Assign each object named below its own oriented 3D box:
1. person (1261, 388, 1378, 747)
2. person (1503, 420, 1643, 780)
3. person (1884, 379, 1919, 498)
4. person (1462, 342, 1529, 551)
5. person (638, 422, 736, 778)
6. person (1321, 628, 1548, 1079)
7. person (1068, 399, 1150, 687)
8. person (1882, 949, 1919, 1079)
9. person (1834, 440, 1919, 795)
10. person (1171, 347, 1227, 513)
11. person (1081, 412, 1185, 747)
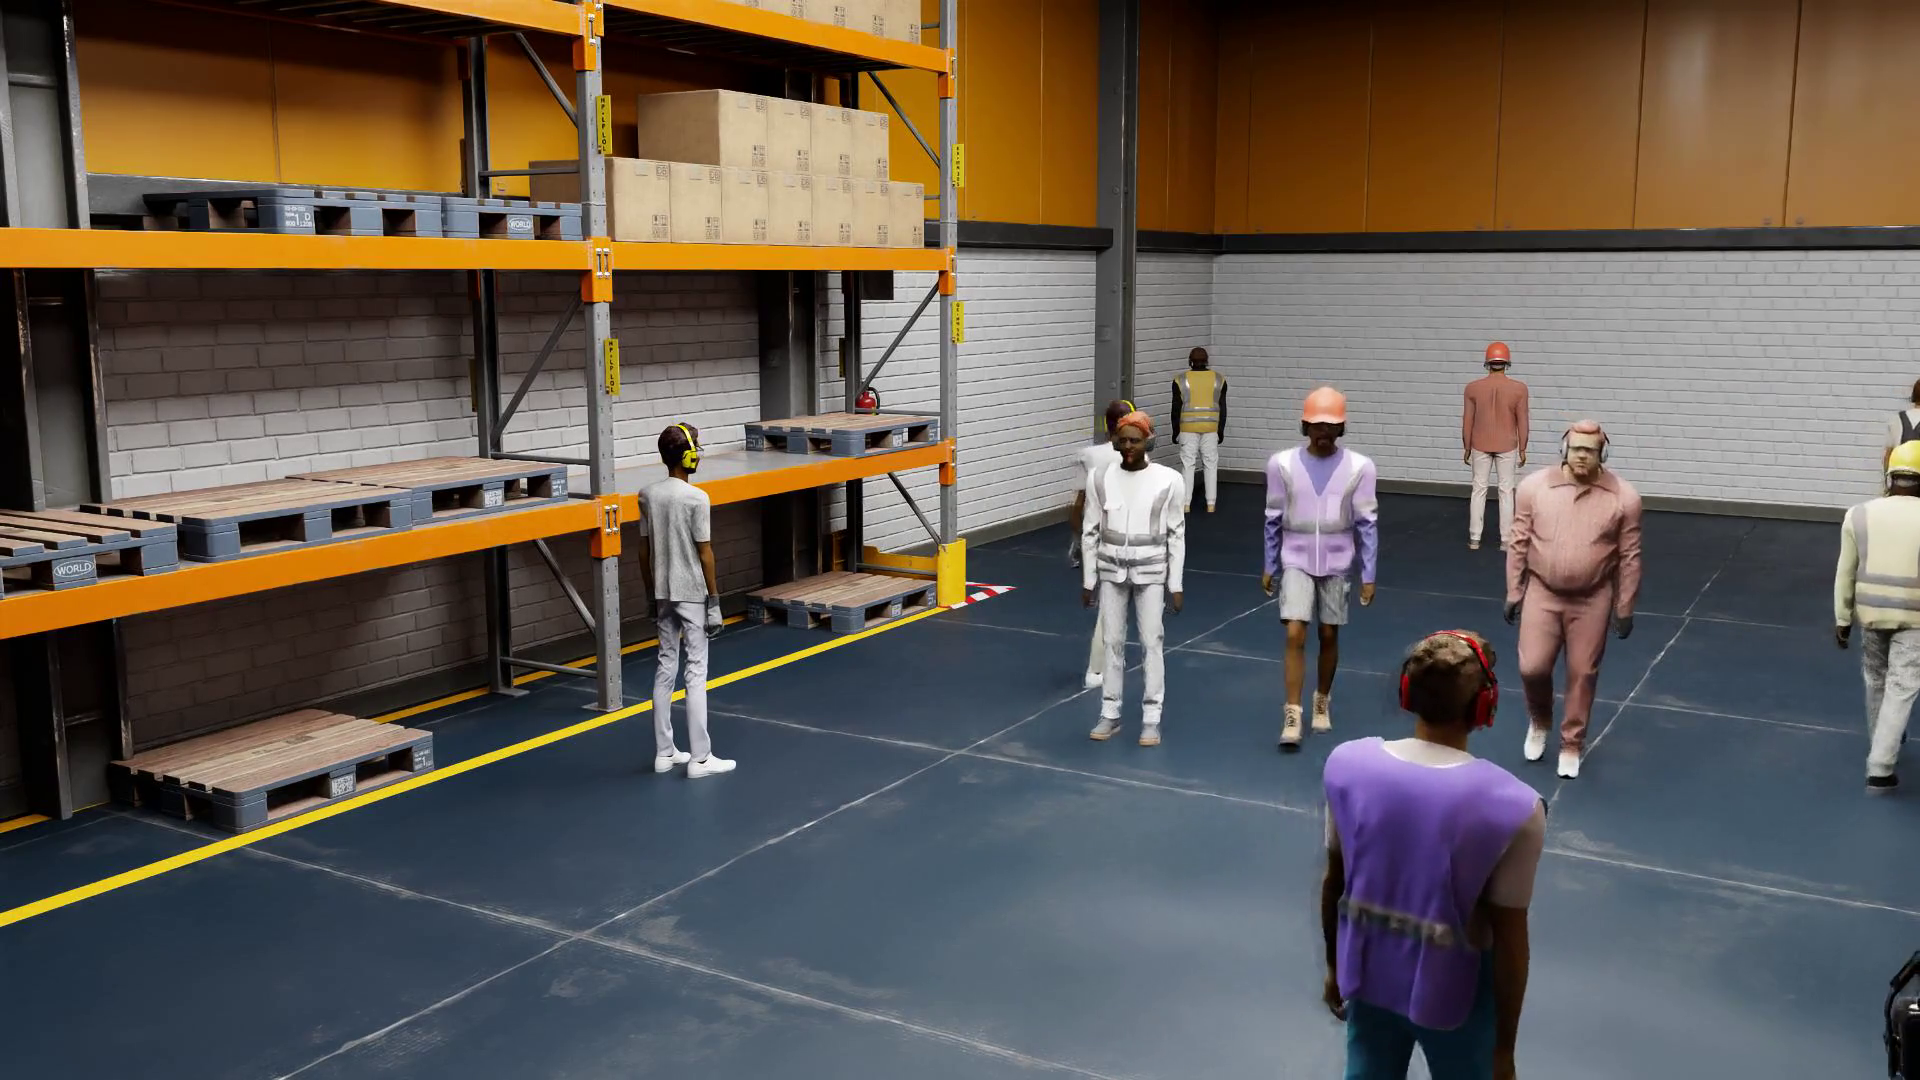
[{"bbox_3d":[2.006,0.164,9.309,0.637,2.003,0.941,2,9,12],"label":"person"},{"bbox_3d":[3.208,0.311,8.731,0.680,1.891,0.423,3,10,20],"label":"person"},{"bbox_3d":[7.820,-0.427,13.590,0.907,1.802,0.542,-8,12,-40],"label":"person"},{"bbox_3d":[5.122,-0.893,15.927,0.612,1.997,0.376,4,10,22],"label":"person"},{"bbox_3d":[-1.461,0.317,8.774,0.518,1.873,0.328,6,11,32],"label":"person"},{"bbox_3d":[1.092,1.110,4.033,0.582,1.812,0.911,8,12,40],"label":"person"},{"bbox_3d":[1.032,0.012,10.783,0.515,1.837,0.762,8,12,41],"label":"person"},{"bbox_3d":[1.205,1.368,2.013,0.639,1.927,0.437,4,10,23],"label":"person"},{"bbox_3d":[4.925,0.380,8.626,0.912,1.788,0.599,-8,12,-40],"label":"person"},{"bbox_3d":[2.637,-1.217,18.438,0.627,1.844,0.429,-1,9,-4],"label":"person"},{"bbox_3d":[0.961,0.226,9.341,0.603,1.879,0.431,3,10,19],"label":"person"}]
